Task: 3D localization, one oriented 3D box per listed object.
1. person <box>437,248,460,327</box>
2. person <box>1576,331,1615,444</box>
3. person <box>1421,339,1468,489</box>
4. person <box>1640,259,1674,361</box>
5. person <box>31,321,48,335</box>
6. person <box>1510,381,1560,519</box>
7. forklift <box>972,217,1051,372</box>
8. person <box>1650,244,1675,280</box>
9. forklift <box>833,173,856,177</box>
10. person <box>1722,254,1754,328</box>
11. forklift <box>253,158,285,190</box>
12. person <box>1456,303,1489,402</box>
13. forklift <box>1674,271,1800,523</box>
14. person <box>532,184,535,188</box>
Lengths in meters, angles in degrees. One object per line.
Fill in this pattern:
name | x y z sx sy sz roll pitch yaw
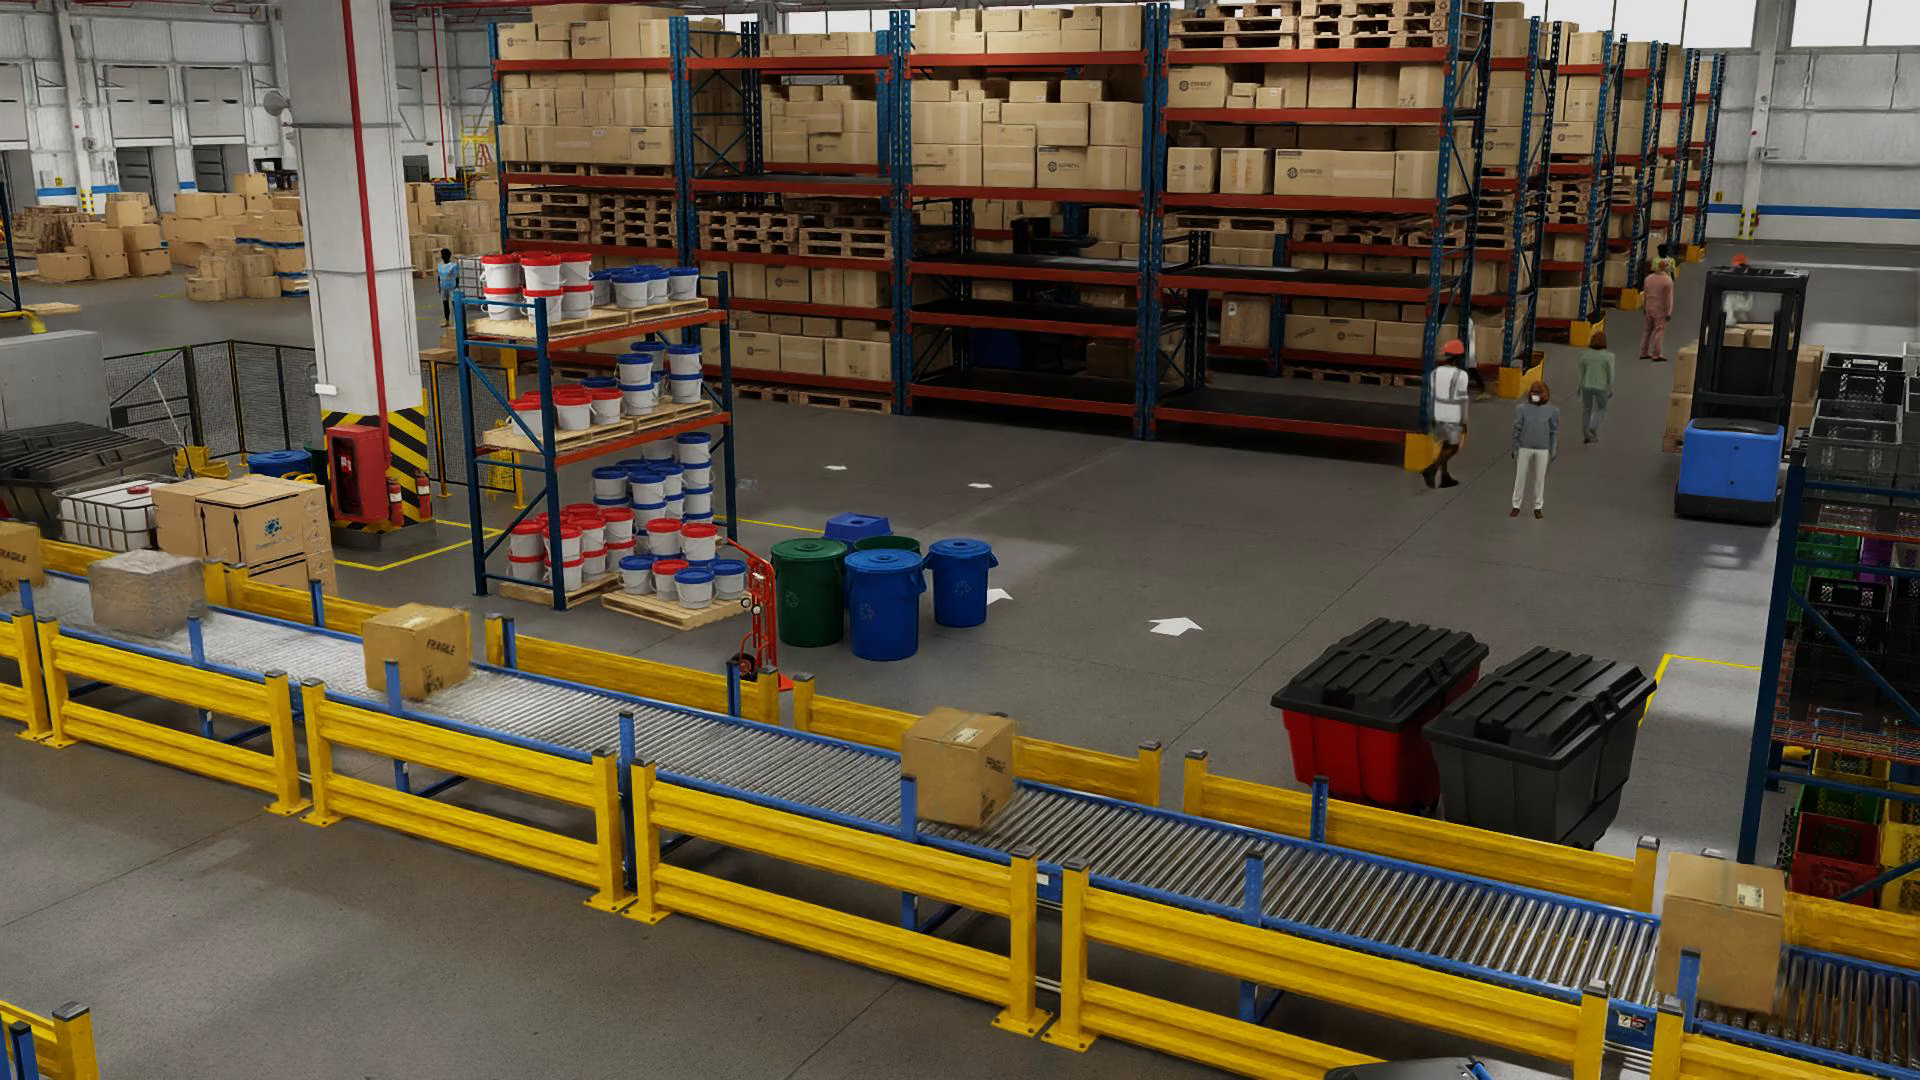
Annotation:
person | -10.977 -5.406 35.689 0.532 1.696 0.319 5 16 18
person | 9.012 -2.157 23.607 0.533 1.618 0.345 11 18 35
person | 6.061 -1.549 20.792 0.675 1.913 0.550 -8 17 -29
person | 13.086 -4.299 31.151 0.399 1.899 0.646 -7 16 -25
person | -13.072 -2.264 23.775 0.530 1.754 0.457 -10 18 -34
person | 6.713 -1.056 19.458 0.507 1.631 0.277 5 16 18
forklift | 1.194 -4.124 28.604 1.873 2.768 1.129 8 17 28
person | 15.745 -5.803 37.256 0.749 1.669 0.543 -14 20 -42
forklift | -4.342 -13.262 62.955 1.129 2.768 1.873 8 17 28
person | 14.570 -4.364 31.176 0.606 2.014 0.978 13 20 41
forklift | -23.585 -11.676 56.994 1.873 2.768 1.129 8 17 28
person | 8.184 -3.044 26.906 0.908 1.645 0.529 6 16 23
forklift | 9.269 -1.763 19.726 1.129 2.768 1.873 8 17 27
person | -17.015 -13.485 66.078 0.532 1.690 0.322 3 15 9
